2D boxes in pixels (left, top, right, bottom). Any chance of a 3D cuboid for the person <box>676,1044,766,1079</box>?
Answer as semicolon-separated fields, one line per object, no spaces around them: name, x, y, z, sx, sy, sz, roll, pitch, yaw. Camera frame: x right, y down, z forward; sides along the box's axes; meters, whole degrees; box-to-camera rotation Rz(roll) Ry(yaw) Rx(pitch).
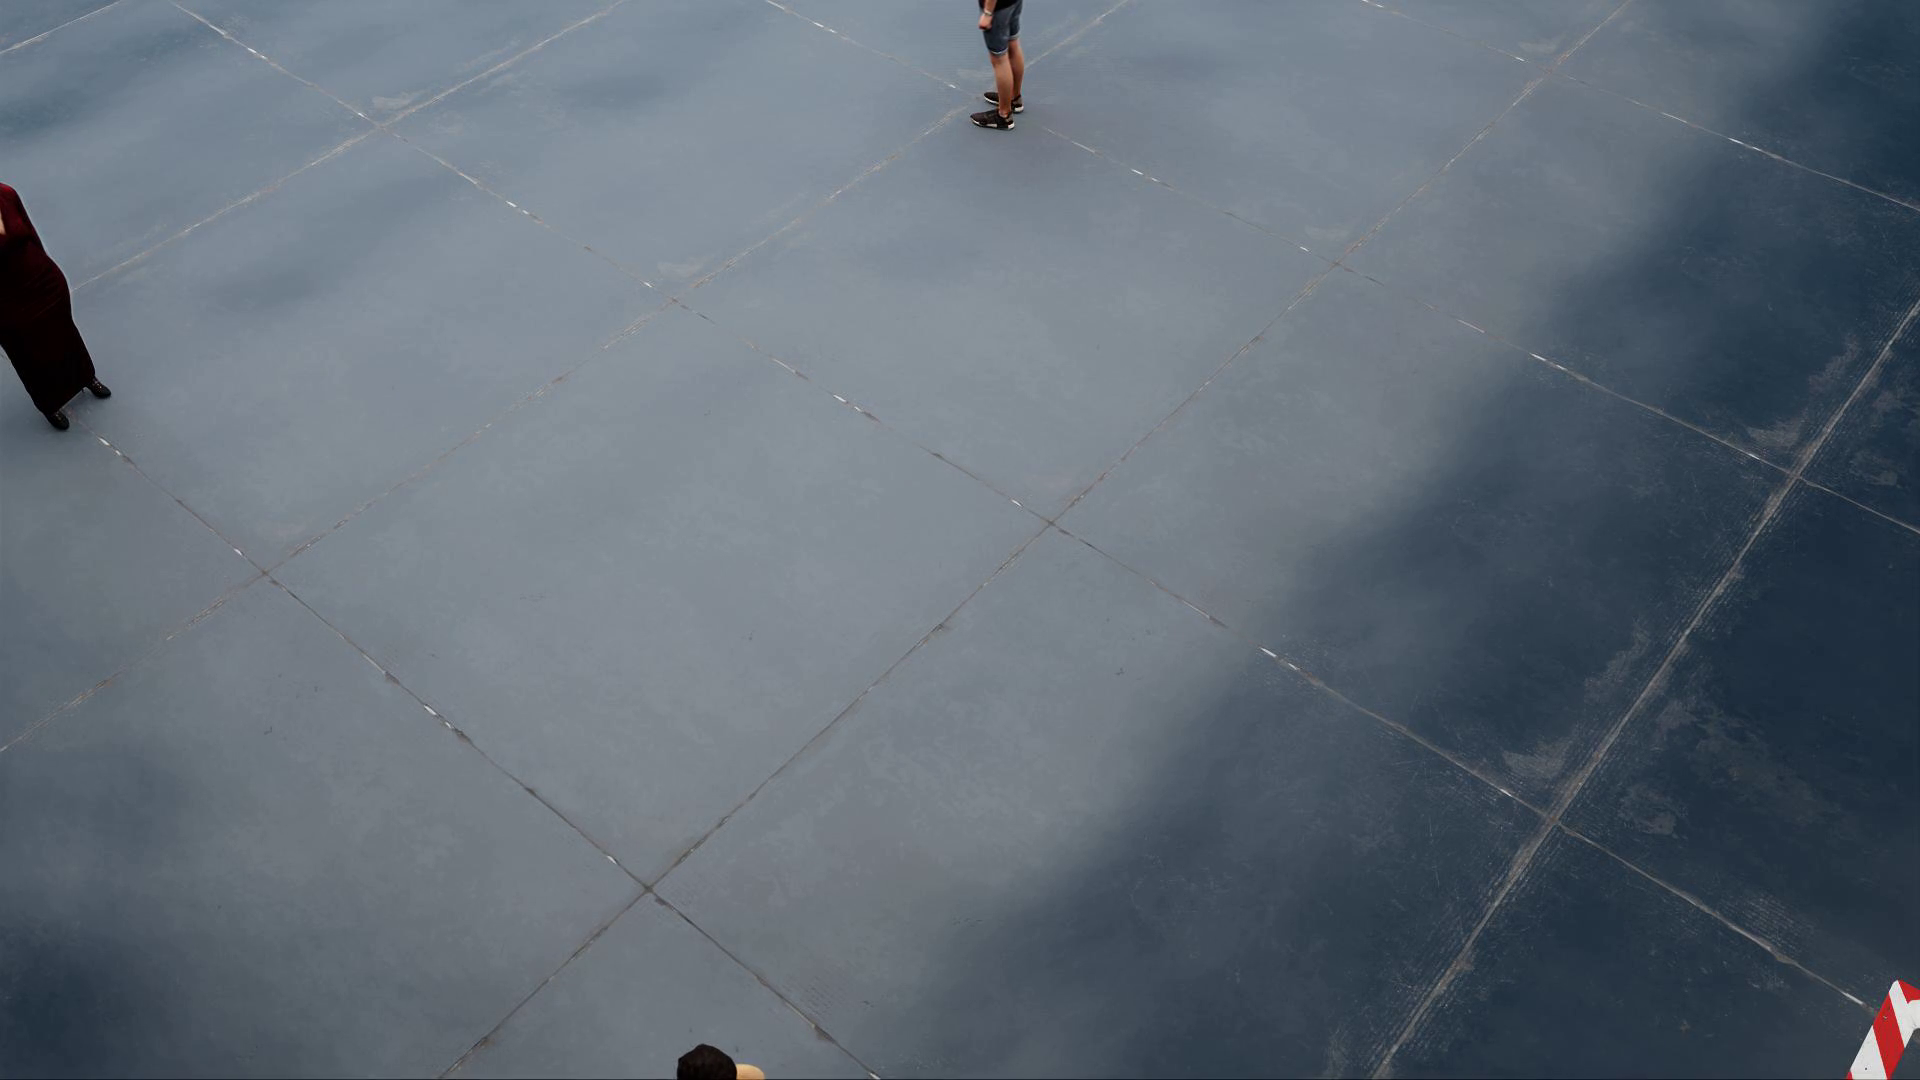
person;-0.823;2.220;5.882;0.633;1.659;0.582;-33;55;-27

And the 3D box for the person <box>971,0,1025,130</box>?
person;0.292;-3.648;11.180;0.678;1.846;0.738;16;49;14

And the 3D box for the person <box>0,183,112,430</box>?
person;-5.199;-1.384;9.147;0.665;1.758;0.708;21;51;19
